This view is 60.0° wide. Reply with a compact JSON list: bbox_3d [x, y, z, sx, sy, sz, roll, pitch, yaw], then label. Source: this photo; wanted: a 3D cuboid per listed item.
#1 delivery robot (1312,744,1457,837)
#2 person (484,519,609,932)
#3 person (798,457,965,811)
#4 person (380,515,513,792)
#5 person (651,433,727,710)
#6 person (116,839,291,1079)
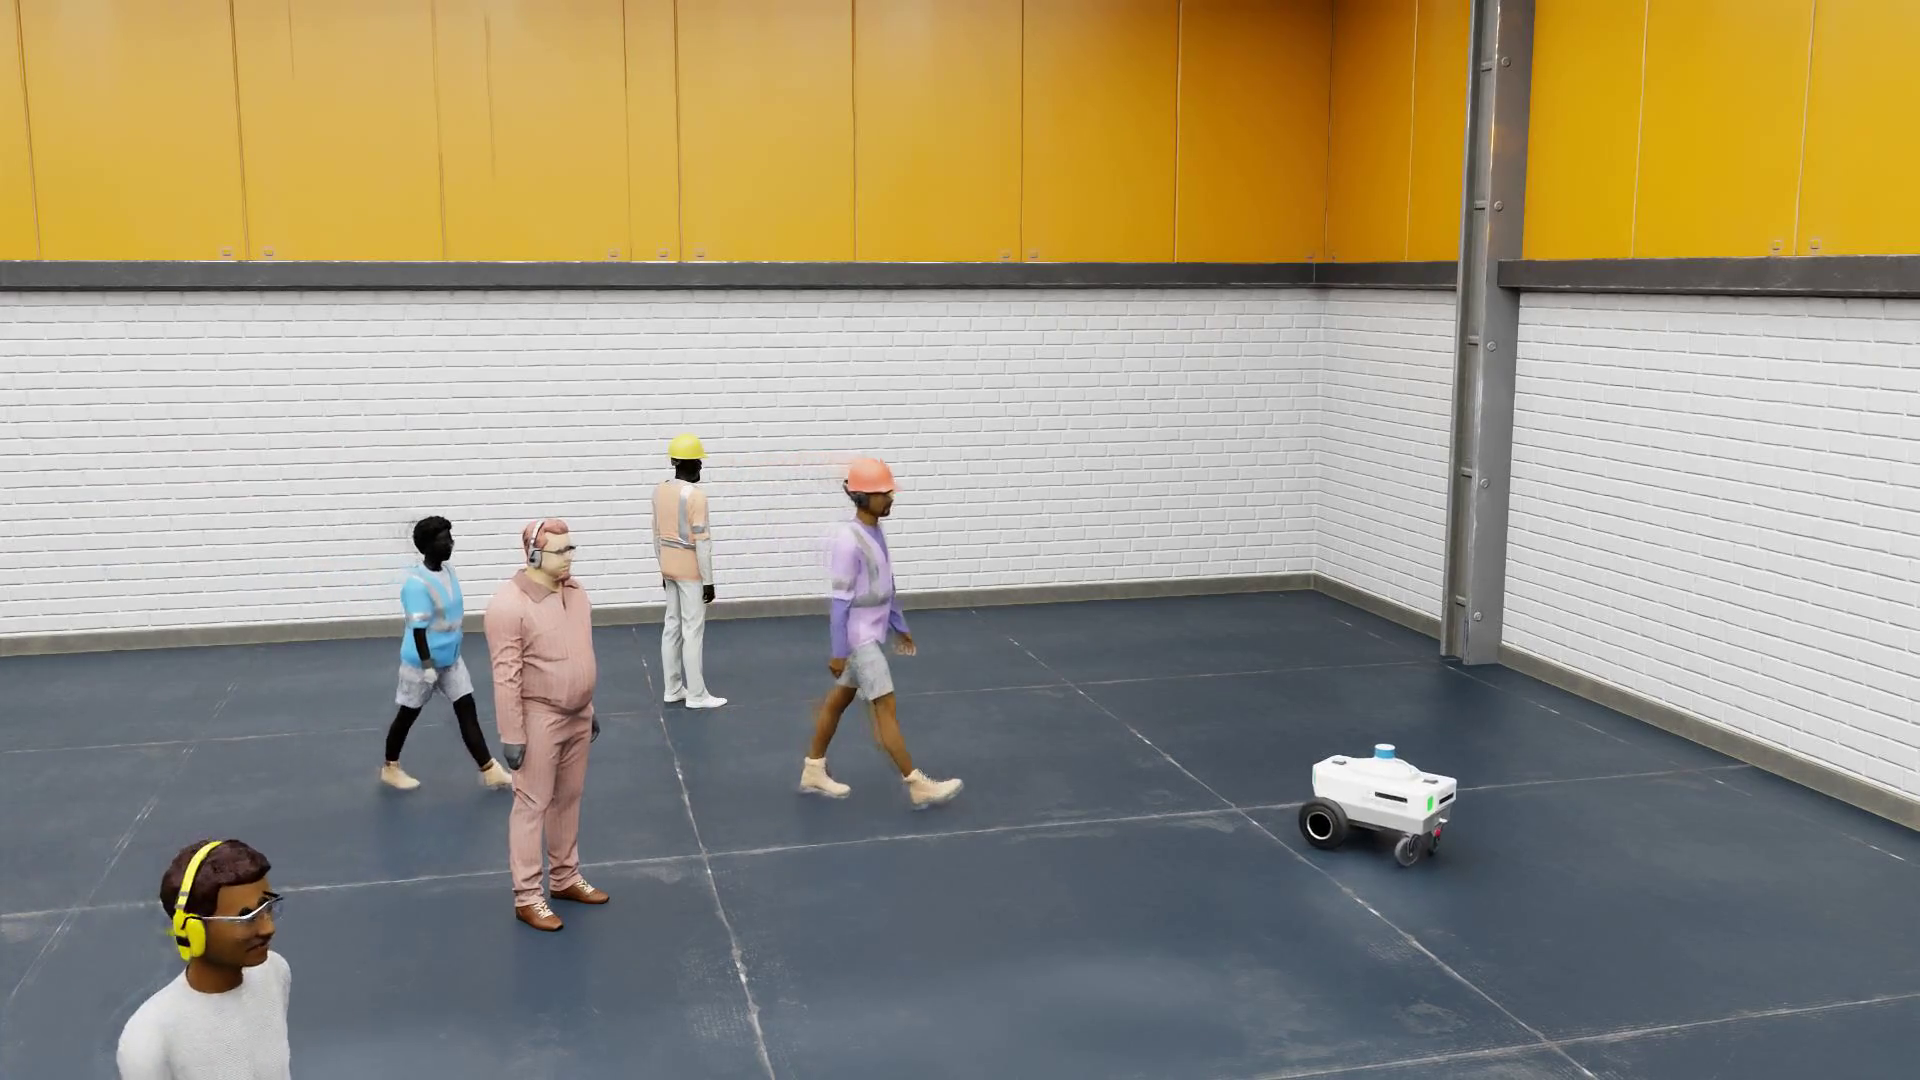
[{"bbox_3d":[2.225,1.317,8.734,0.707,0.478,0.477,7,12,39],"label":"delivery robot"},{"bbox_3d":[-1.901,0.842,7.786,0.407,1.905,0.655,4,10,23],"label":"person"},{"bbox_3d":[-0.478,0.530,9.435,1.052,1.992,0.607,2,9,10],"label":"person"},{"bbox_3d":[-3.019,0.675,9.630,0.896,1.641,0.540,2,9,13],"label":"person"},{"bbox_3d":[-1.907,0.218,11.613,0.369,1.928,0.585,-9,13,-44],"label":"person"},{"bbox_3d":[-1.654,1.535,3.679,0.951,1.834,0.520,3,10,19],"label":"person"}]
